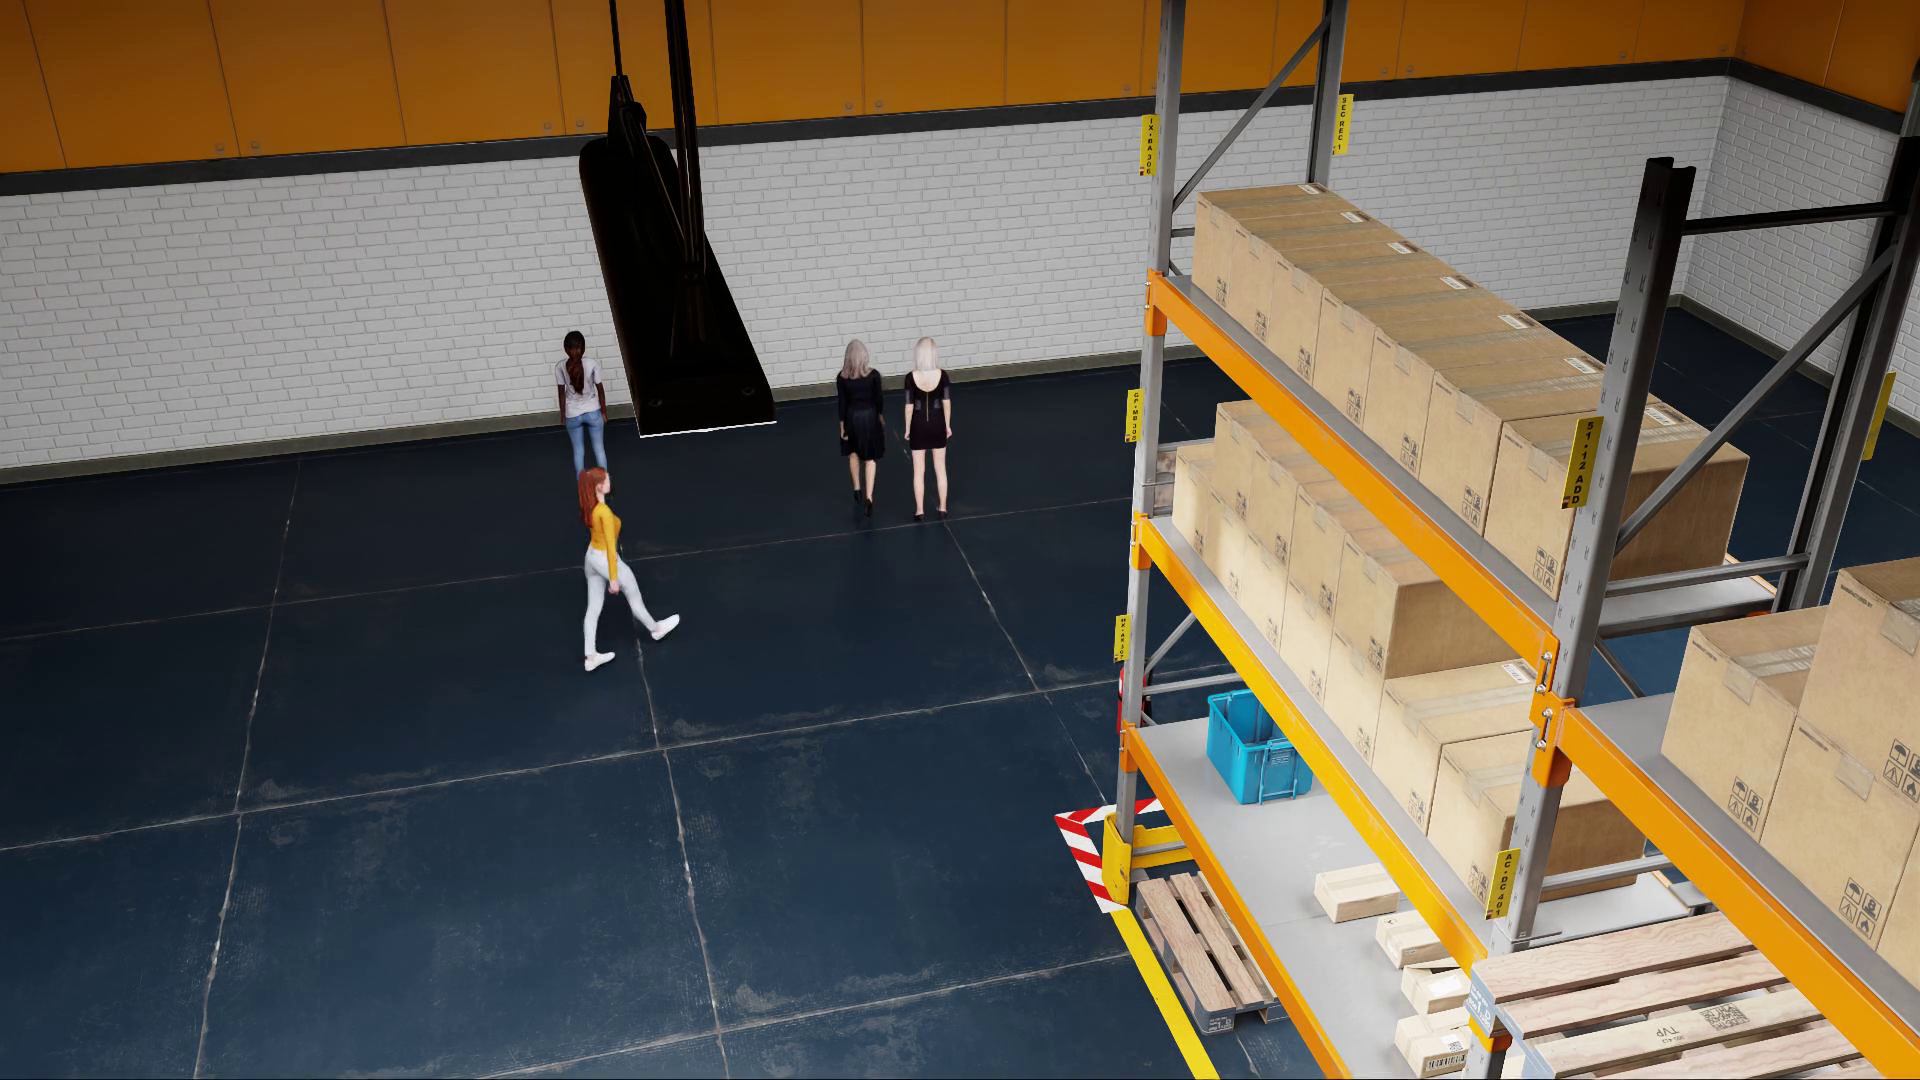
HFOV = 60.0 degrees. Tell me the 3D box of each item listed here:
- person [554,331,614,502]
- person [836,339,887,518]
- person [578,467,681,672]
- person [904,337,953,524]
[{"bbox_3d":[-3.574,-1.178,15.782,0.593,1.719,0.517,-6,29,-11],"label":"person"},{"bbox_3d":[-0.893,-1.015,15.475,0.747,1.727,0.983,-1,29,-2],"label":"person"},{"bbox_3d":[-2.880,0.265,13.150,1.040,1.707,1.141,-24,37,-37],"label":"person"},{"bbox_3d":[-0.300,-1.019,15.375,0.607,1.829,0.529,-5,29,-8],"label":"person"}]
